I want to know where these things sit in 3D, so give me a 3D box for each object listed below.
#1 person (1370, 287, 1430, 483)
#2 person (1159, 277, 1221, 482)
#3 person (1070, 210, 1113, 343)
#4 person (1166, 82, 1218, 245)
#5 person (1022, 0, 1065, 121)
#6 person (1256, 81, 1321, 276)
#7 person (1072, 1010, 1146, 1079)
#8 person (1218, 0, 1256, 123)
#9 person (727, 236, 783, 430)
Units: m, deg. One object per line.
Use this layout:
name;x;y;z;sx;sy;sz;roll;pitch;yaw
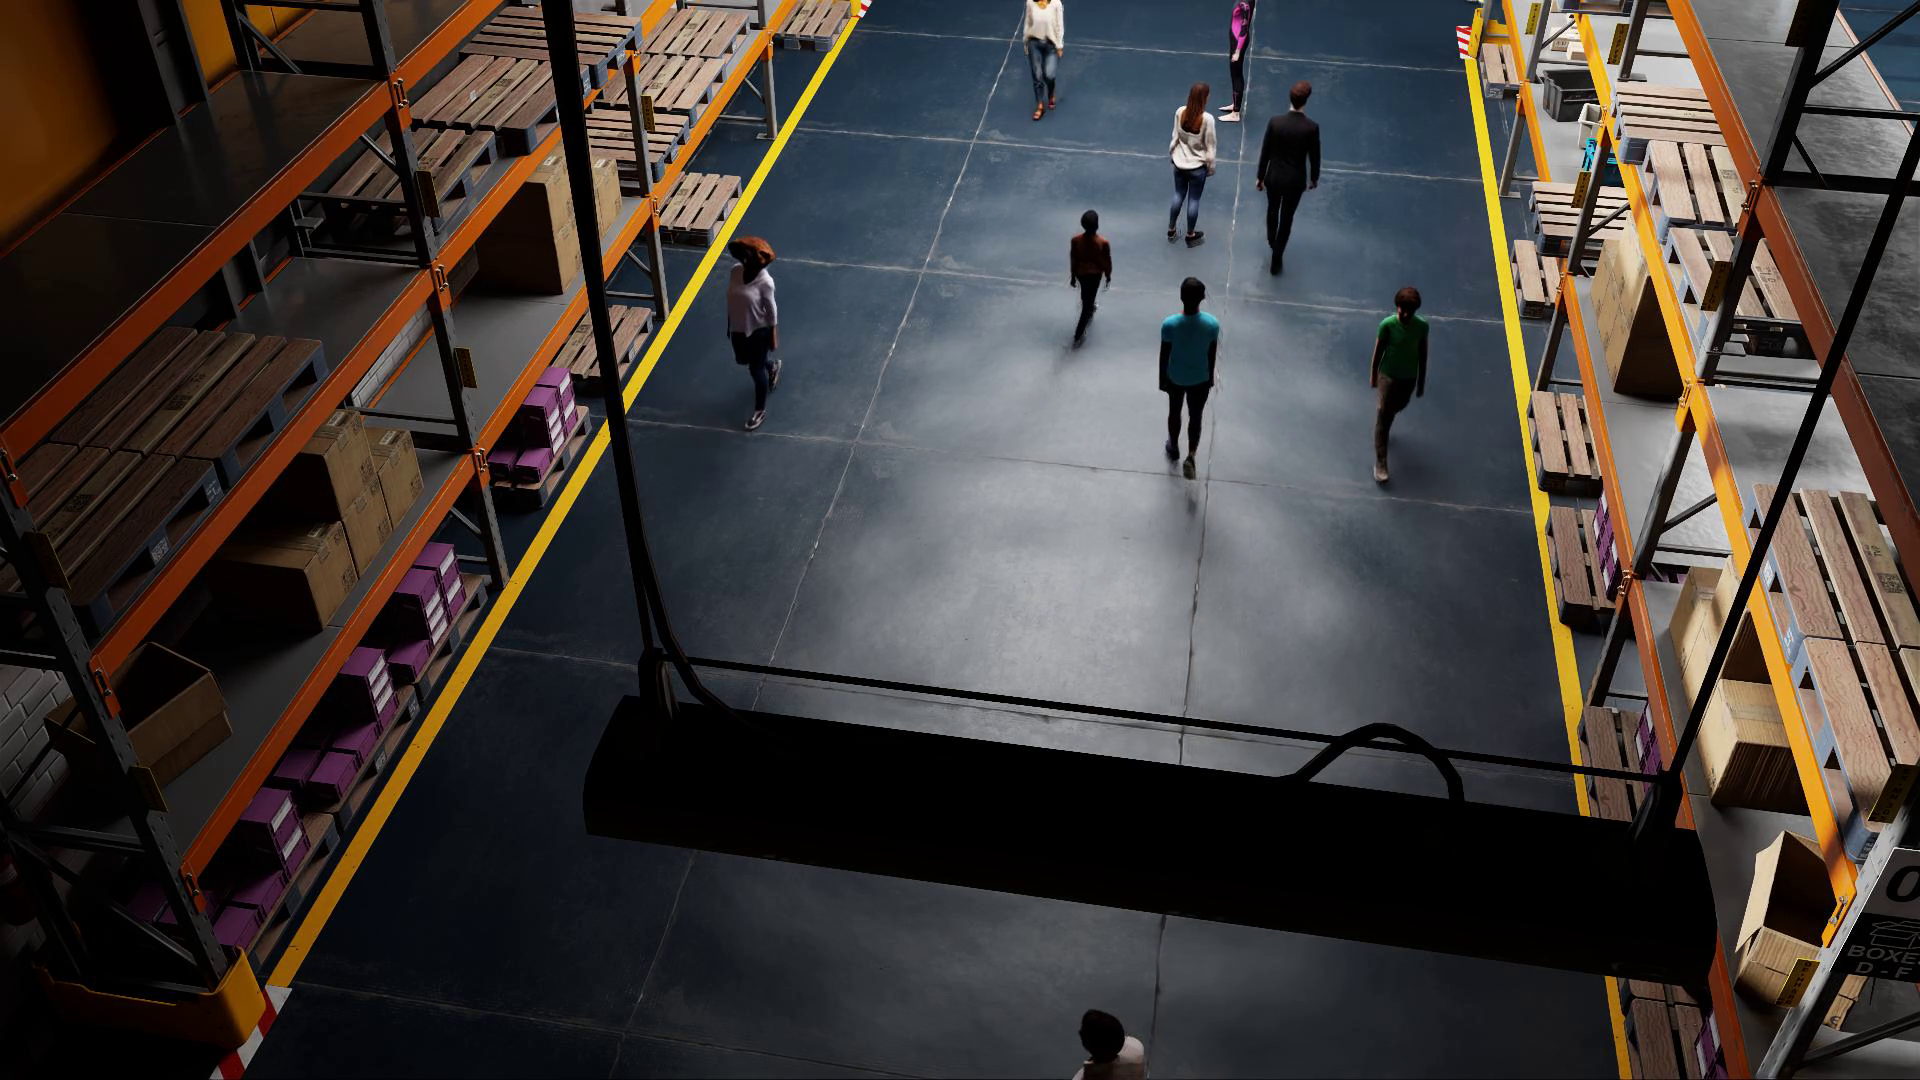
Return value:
person;3.578;-1.380;13.624;0.683;1.630;1.132;1;39;1
person;1.842;-1.260;13.371;0.674;1.756;0.983;2;39;3
person;1.167;-2.401;15.226;0.658;1.225;0.955;14;41;17
person;2.291;-3.738;16.524;0.728;1.695;0.737;24;45;27
person;0.984;-5.635;18.921;0.692;1.669;0.721;13;41;16
person;3.126;-3.438;16.019;0.826;1.857;1.084;11;40;14
person;0.753;2.941;8.039;0.966;1.847;0.953;27;46;29
person;3.161;-5.622;18.838;0.623;1.751;0.490;8;39;10
person;-1.729;-1.850;14.155;0.899;1.701;1.061;23;44;27
